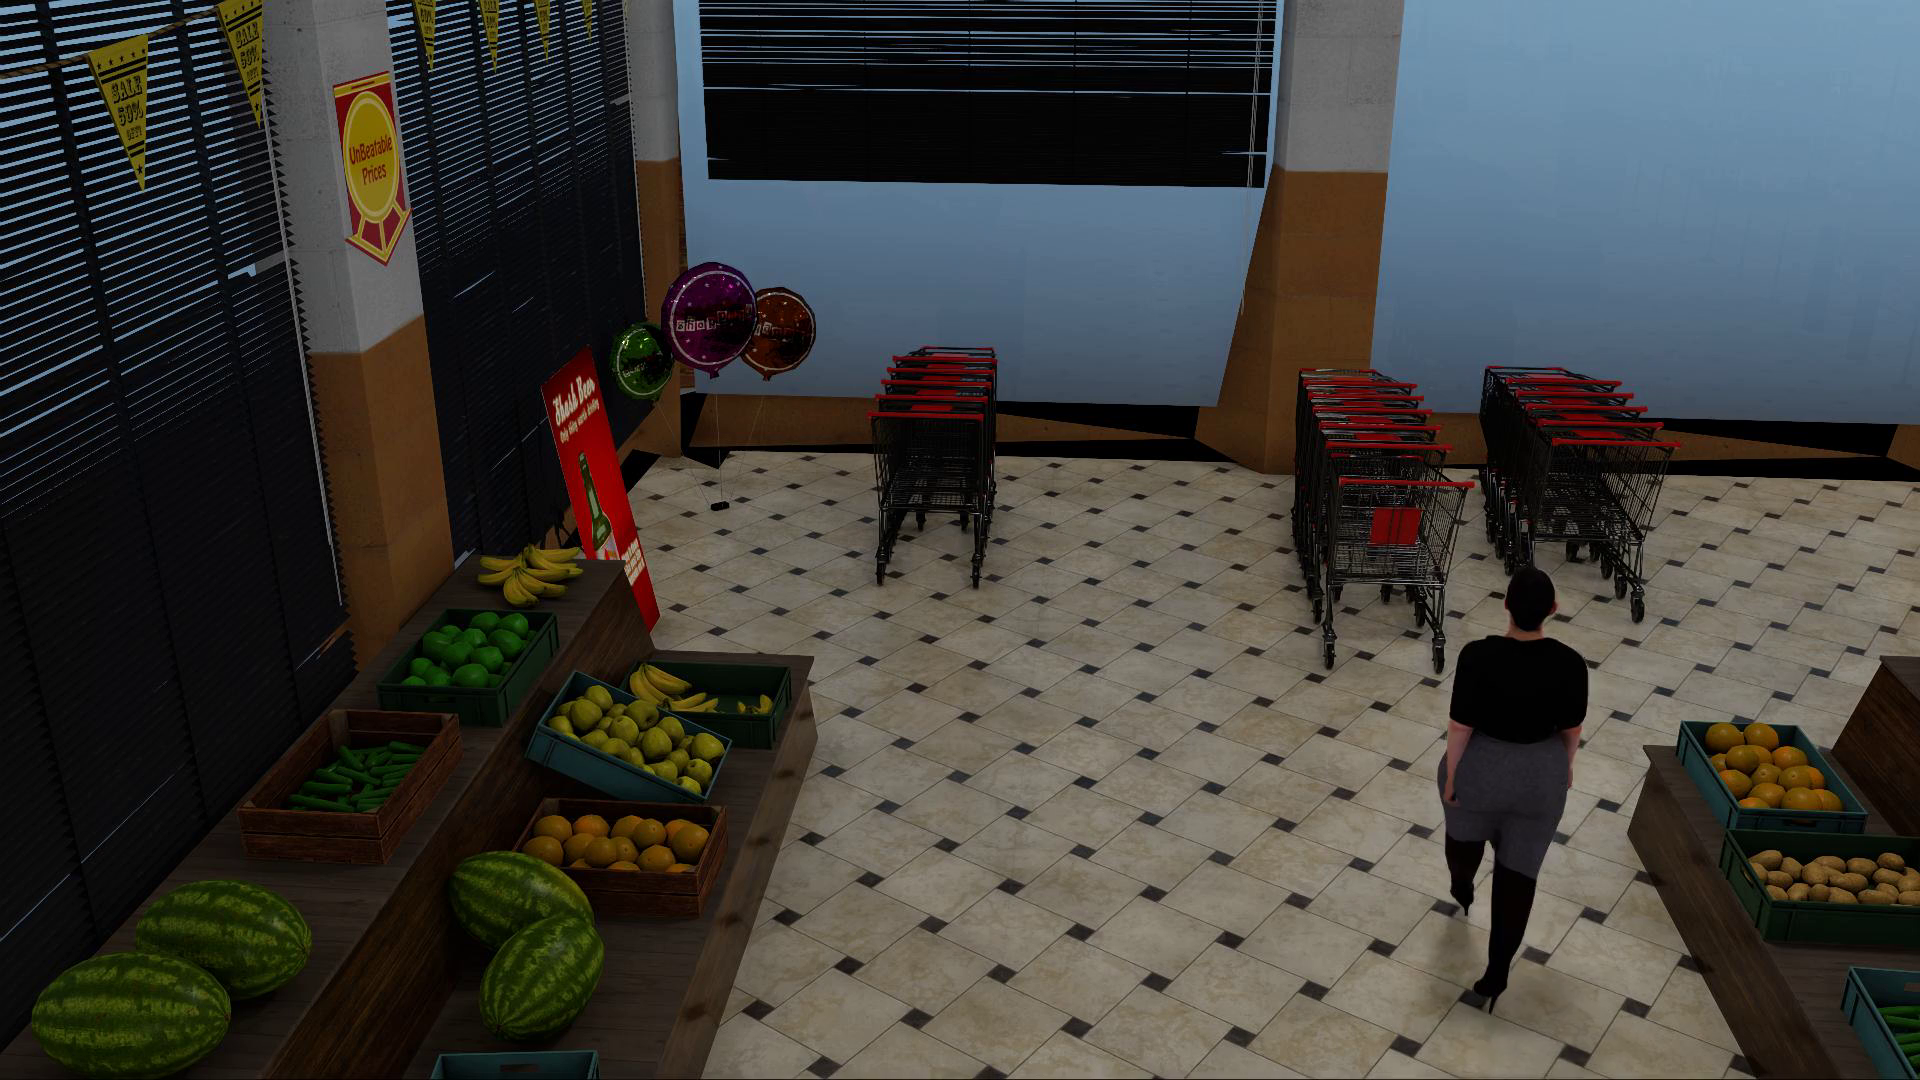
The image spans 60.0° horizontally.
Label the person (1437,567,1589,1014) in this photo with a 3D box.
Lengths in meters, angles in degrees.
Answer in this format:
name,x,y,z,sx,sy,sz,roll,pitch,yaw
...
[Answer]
name,x,y,z,sx,sy,sz,roll,pitch,yaw
person,2.096,0.999,6.357,0.759,1.701,1.134,5,22,11
